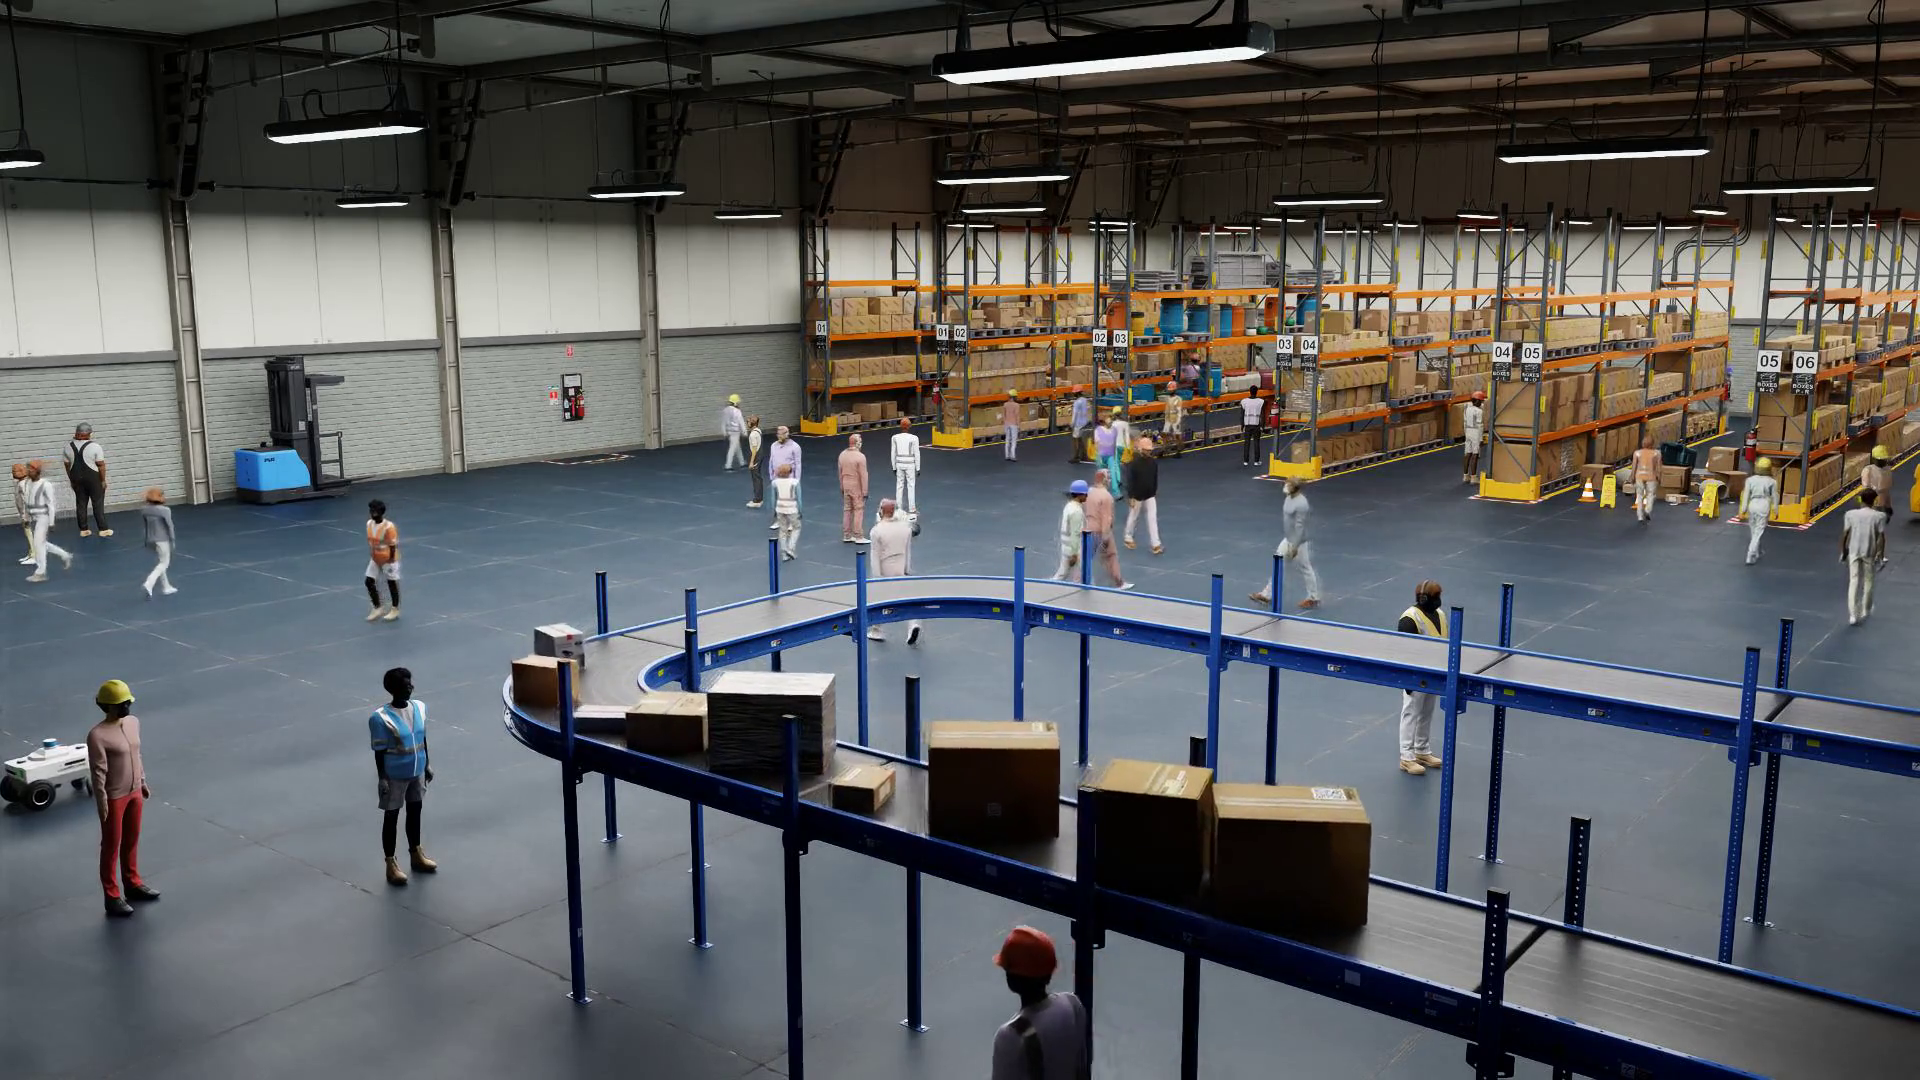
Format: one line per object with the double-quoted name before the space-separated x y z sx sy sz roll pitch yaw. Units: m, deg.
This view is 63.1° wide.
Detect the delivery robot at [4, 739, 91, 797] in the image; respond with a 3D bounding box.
"delivery robot" -8.254 2.049 14.223 0.477 0.478 0.707 7 12 33

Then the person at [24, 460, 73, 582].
"person" -14.095 -0.327 24.083 0.586 1.860 0.740 6 12 30

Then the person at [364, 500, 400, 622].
"person" -7.830 0.285 21.117 0.548 1.668 0.589 5 11 27

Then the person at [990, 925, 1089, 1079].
"person" 0.268 2.658 7.115 0.873 1.907 0.565 8 13 39

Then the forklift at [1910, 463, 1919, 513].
"forklift" 19.034 -1.348 28.998 2.313 2.155 1.214 8 13 37

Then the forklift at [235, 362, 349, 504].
"forklift" -13.803 -2.244 32.110 1.129 2.768 1.873 8 13 37

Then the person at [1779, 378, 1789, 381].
"person" 24.998 -4.455 47.379 0.539 1.830 0.648 -3 11 -19

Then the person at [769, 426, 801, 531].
"person" -3.201 -1.125 28.434 0.652 1.906 0.403 5 11 26

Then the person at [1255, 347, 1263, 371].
"person" 10.448 -5.890 55.286 1.006 1.906 0.633 -3 10 -15

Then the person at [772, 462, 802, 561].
"person" -2.806 -0.459 25.444 0.536 1.625 0.370 3 10 16

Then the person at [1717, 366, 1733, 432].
"person" 22.066 -4.099 45.205 0.631 1.905 0.571 -9 14 -42

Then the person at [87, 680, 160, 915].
"person" -6.291 1.906 11.764 0.320 1.767 0.534 1 10 8

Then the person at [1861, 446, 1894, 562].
"person" 14.891 -0.586 25.443 0.636 1.898 0.408 -3 11 -19

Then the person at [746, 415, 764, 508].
"person" -4.087 -1.578 31.153 0.344 1.846 0.506 1 10 5

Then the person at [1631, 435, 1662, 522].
"person" 12.864 -1.151 29.338 0.537 1.626 0.371 5 11 28

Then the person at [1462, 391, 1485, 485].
"person" 11.323 -2.255 34.410 0.374 2.043 0.608 -3 11 -18

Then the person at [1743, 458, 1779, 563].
"person" 13.004 -0.483 25.414 0.917 1.695 0.503 -10 14 -43

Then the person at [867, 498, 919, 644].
"person" -0.870 0.399 19.943 0.647 1.881 0.862 -7 12 -35

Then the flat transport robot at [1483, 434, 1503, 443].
"flat transport robot" 14.591 -2.764 42.375 1.431 0.197 0.652 -2 10 -11

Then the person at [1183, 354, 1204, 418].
"person" 7.349 -4.853 49.175 0.621 1.999 1.027 8 13 39

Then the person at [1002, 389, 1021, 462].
"person" 1.249 -2.793 38.327 0.551 1.766 0.355 7 12 36

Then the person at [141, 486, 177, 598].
"person" -11.703 0.032 22.746 0.511 1.616 0.685 3 10 16

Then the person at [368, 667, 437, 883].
"person" -4.399 1.833 12.367 0.318 1.699 0.533 6 12 29

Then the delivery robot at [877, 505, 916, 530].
"delivery robot" -1.128 -0.373 27.860 0.707 0.478 0.477 7 12 35

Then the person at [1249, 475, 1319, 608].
"person" 4.612 0.037 21.932 1.032 1.884 0.654 -2 10 -10

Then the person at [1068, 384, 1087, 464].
"person" 2.855 -2.815 37.886 0.408 1.924 0.599 6 12 30

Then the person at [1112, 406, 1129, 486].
"person" 3.432 -2.060 34.240 0.534 1.718 0.943 -2 10 -12

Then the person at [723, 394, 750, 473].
"person" -5.147 -2.486 36.394 0.869 1.792 0.594 -7 13 -36

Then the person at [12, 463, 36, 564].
"person" -15.125 -0.431 25.290 0.285 1.633 0.497 -6 12 -32

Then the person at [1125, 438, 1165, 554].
"person" 3.072 -0.755 26.267 0.647 1.939 1.045 -5 11 -26

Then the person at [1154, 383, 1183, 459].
"person" 5.200 -2.927 38.620 0.572 1.884 0.973 10 14 43

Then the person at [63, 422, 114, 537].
"person" -15.498 -1.066 27.843 0.676 2.000 0.536 0 10 1

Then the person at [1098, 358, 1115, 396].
"person" 4.690 -4.873 49.778 0.552 1.816 0.980 8 13 37

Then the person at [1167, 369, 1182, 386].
"person" 5.921 -3.734 43.027 0.362 1.938 0.545 -6 12 -29

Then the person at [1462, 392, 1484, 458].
"person" 12.764 -2.855 38.917 0.515 1.642 0.314 4 11 23

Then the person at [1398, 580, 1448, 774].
"person" 4.453 1.295 14.993 0.626 1.846 0.429 -9 14 -42

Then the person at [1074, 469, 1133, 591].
"person" 2.066 -0.125 22.945 0.991 1.853 0.666 -6 11 -29

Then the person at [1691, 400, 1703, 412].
"person" 22.682 -4.633 48.256 1.036 1.863 0.715 -3 10 -16

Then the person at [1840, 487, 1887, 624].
"person" 12.268 0.191 21.230 0.559 1.829 0.913 8 13 37

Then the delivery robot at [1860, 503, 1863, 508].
"delivery robot" 17.274 -0.679 29.581 0.477 0.478 0.707 4 11 21

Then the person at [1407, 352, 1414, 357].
"person" 14.740 -5.168 51.071 0.611 1.943 0.998 -7 12 -34

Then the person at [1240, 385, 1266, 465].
"person" 7.035 -2.759 37.582 0.596 1.921 0.380 4 11 20

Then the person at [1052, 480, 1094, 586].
"person" 1.562 0.107 21.531 0.989 1.907 0.613 -2 10 -9

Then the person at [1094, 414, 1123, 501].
"person" 3.004 -1.690 31.951 0.557 1.788 0.989 -4 11 -23

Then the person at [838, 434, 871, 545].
"person" -1.805 -0.886 27.090 0.652 1.904 0.402 9 14 43

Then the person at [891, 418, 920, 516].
"person" -1.028 -1.388 29.972 0.584 1.884 0.347 4 11 21
